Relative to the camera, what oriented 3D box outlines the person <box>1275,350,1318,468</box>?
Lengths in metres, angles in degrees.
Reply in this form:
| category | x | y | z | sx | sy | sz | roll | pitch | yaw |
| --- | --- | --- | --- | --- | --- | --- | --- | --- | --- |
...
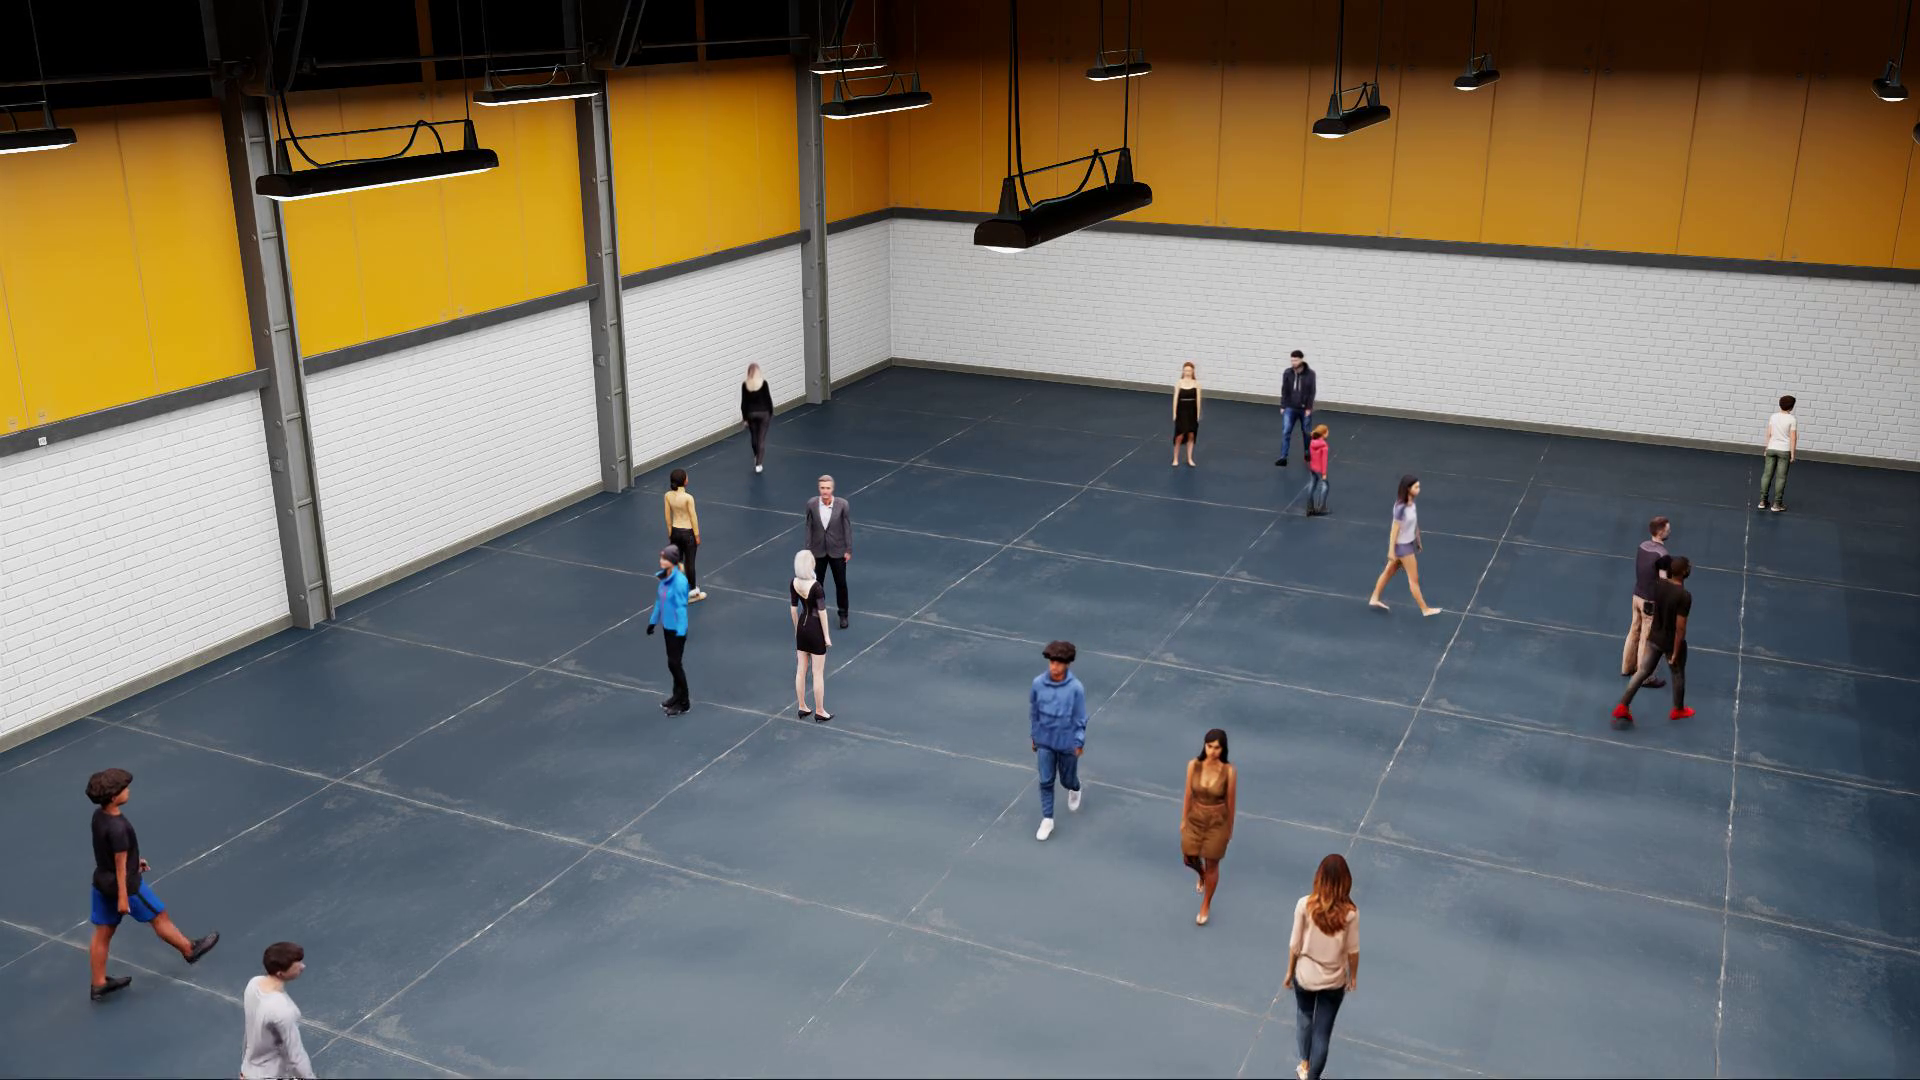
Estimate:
| category | x | y | z | sx | sy | sz | roll | pitch | yaw |
| --- | --- | --- | --- | --- | --- | --- | --- | --- | --- |
| person | 5.258 | -2.027 | 25.611 | 0.724 | 1.827 | 1.042 | 5 | 19 | 14 |

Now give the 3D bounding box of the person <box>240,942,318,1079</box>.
| category | x | y | z | sx | sy | sz | roll | pitch | yaw |
| --- | --- | --- | --- | --- | --- | --- | --- | --- | --- |
| person | -4.210 | 3.259 | 9.957 | 0.891 | 1.800 | 1.037 | 17 | 25 | 41 |

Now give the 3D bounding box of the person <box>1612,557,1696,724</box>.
| category | x | y | z | sx | sy | sz | roll | pitch | yaw |
| --- | --- | --- | --- | --- | --- | --- | --- | --- | --- |
| person | 6.958 | 1.030 | 16.613 | 1.255 | 1.776 | 1.139 | -8 | 20 | -24 |

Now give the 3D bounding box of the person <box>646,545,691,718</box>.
| category | x | y | z | sx | sy | sz | roll | pitch | yaw |
| --- | --- | --- | --- | --- | --- | --- | --- | --- | --- |
| person | -2.879 | 0.893 | 16.996 | 0.793 | 1.791 | 0.757 | -11 | 21 | -29 |

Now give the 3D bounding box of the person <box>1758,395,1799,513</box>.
| category | x | y | z | sx | sy | sz | roll | pitch | yaw |
| --- | --- | --- | --- | --- | --- | --- | --- | --- | --- |
| person | 11.600 | -1.242 | 23.550 | 0.654 | 1.655 | 0.644 | -15 | 24 | -38 |

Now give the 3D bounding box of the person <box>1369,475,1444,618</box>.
| category | x | y | z | sx | sy | sz | roll | pitch | yaw |
| --- | --- | --- | --- | --- | --- | --- | --- | --- | --- |
| person | 5.131 | 0.074 | 19.600 | 0.765 | 1.682 | 1.078 | 11 | 22 | 30 |

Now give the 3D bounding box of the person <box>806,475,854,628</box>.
| category | x | y | z | sx | sy | sz | roll | pitch | yaw |
| --- | --- | --- | --- | --- | --- | --- | --- | --- | --- |
| person | -1.524 | 0.114 | 19.245 | 0.787 | 1.832 | 0.736 | 1 | 19 | 2 |

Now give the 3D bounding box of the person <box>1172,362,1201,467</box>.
| category | x | y | z | sx | sy | sz | roll | pitch | yaw |
| --- | --- | --- | --- | --- | --- | --- | --- | --- | --- |
| person | 3.518 | -1.955 | 25.717 | 0.665 | 1.624 | 0.695 | 0 | 19 | -1 |

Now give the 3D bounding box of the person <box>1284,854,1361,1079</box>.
| category | x | y | z | sx | sy | sz | roll | pitch | yaw |
| --- | --- | --- | --- | --- | --- | --- | --- | --- | --- |
| person | 2.365 | 2.937 | 10.948 | 0.664 | 1.777 | 0.677 | 6 | 19 | 16 |

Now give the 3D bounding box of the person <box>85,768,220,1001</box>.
| category | x | y | z | sx | sy | sz | roll | pitch | yaw |
| --- | --- | --- | --- | --- | --- | --- | --- | --- | --- |
| person | -6.241 | 2.550 | 12.152 | 0.833 | 1.743 | 1.208 | 15 | 24 | 38 |

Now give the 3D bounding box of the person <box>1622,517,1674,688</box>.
| category | x | y | z | sx | sy | sz | roll | pitch | yaw |
| --- | --- | --- | --- | --- | --- | --- | --- | --- | --- |
| person | 7.335 | 0.629 | 17.701 | 0.836 | 1.841 | 0.730 | -3 | 19 | -8 |

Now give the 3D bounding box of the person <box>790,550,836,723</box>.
| category | x | y | z | sx | sy | sz | roll | pitch | yaw |
| --- | --- | --- | --- | --- | --- | --- | --- | --- | --- |
| person | -1.507 | 0.957 | 16.751 | 0.608 | 1.827 | 0.550 | 12 | 22 | 31 |

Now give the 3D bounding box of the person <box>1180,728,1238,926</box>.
| category | x | y | z | sx | sy | sz | roll | pitch | yaw |
| --- | --- | --- | --- | --- | --- | --- | --- | --- | --- |
| person | 1.985 | 2.233 | 13.197 | 0.577 | 1.675 | 0.712 | 8 | 20 | 22 |

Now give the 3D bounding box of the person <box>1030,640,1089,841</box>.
| category | x | y | z | sx | sy | sz | roll | pitch | yaw |
| --- | --- | --- | --- | --- | --- | --- | --- | --- | --- |
| person | 0.876 | 1.705 | 14.579 | 0.699 | 1.794 | 0.915 | 8 | 20 | 21 |

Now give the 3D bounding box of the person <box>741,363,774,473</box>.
| category | x | y | z | sx | sy | sz | roll | pitch | yaw |
| --- | --- | --- | --- | --- | --- | --- | --- | --- | --- |
| person | -3.076 | -1.830 | 25.312 | 0.863 | 1.644 | 1.159 | 1 | 19 | 3 |

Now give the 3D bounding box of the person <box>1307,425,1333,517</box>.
| category | x | y | z | sx | sy | sz | roll | pitch | yaw |
| --- | --- | --- | --- | --- | --- | --- | --- | --- | --- |
| person | 4.963 | -0.963 | 23.261 | 0.721 | 1.310 | 0.663 | -9 | 21 | -25 |

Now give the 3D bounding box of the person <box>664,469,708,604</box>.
| category | x | y | z | sx | sy | sz | roll | pitch | yaw |
| --- | --- | --- | --- | --- | --- | --- | --- | --- | --- |
| person | -3.340 | -0.066 | 20.051 | 0.590 | 1.659 | 0.547 | 8 | 20 | 23 |
